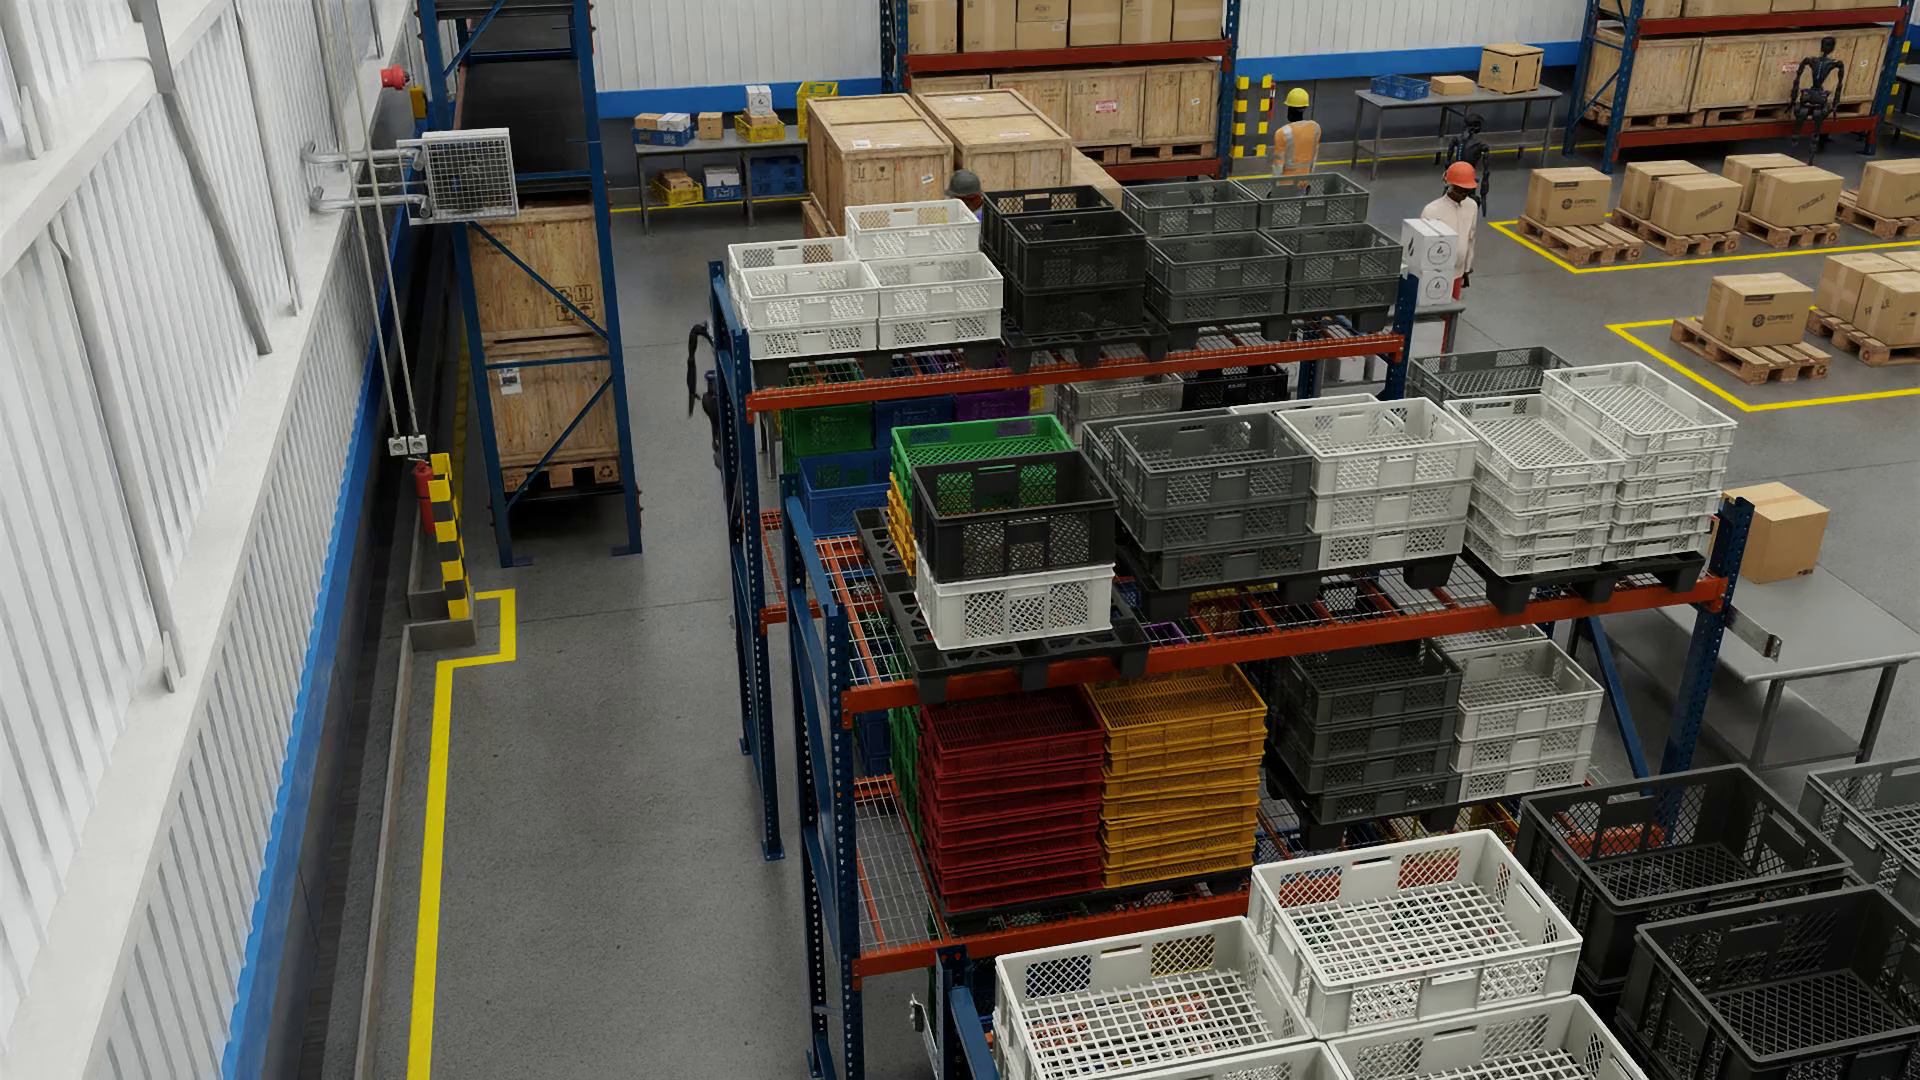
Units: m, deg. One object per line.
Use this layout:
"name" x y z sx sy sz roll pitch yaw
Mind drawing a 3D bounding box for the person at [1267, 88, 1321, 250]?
"person" 3.453 -3.739 17.363 0.586 1.927 0.363 -17 32 -29

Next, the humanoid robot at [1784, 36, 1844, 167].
"humanoid robot" 10.744 -5.491 20.942 0.607 1.652 0.334 16 32 28

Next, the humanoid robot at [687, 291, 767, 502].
"humanoid robot" -1.772 -1.125 12.687 0.594 1.637 0.619 -7 29 -13

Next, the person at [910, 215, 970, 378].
"person" -0.118 -1.955 14.215 0.771 1.706 0.540 5 28 10

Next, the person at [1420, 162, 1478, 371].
"person" 4.277 -2.365 14.694 0.616 1.985 0.401 -13 31 -23

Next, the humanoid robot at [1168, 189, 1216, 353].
"humanoid robot" 2.074 -2.339 14.959 0.609 1.657 0.311 -10 29 -18

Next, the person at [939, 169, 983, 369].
"person" 0.044 -2.182 14.288 0.536 2.000 0.682 -18 33 -30

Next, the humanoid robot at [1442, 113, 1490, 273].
"humanoid robot" 5.277 -3.640 17.428 0.325 1.657 0.594 -19 33 -32
